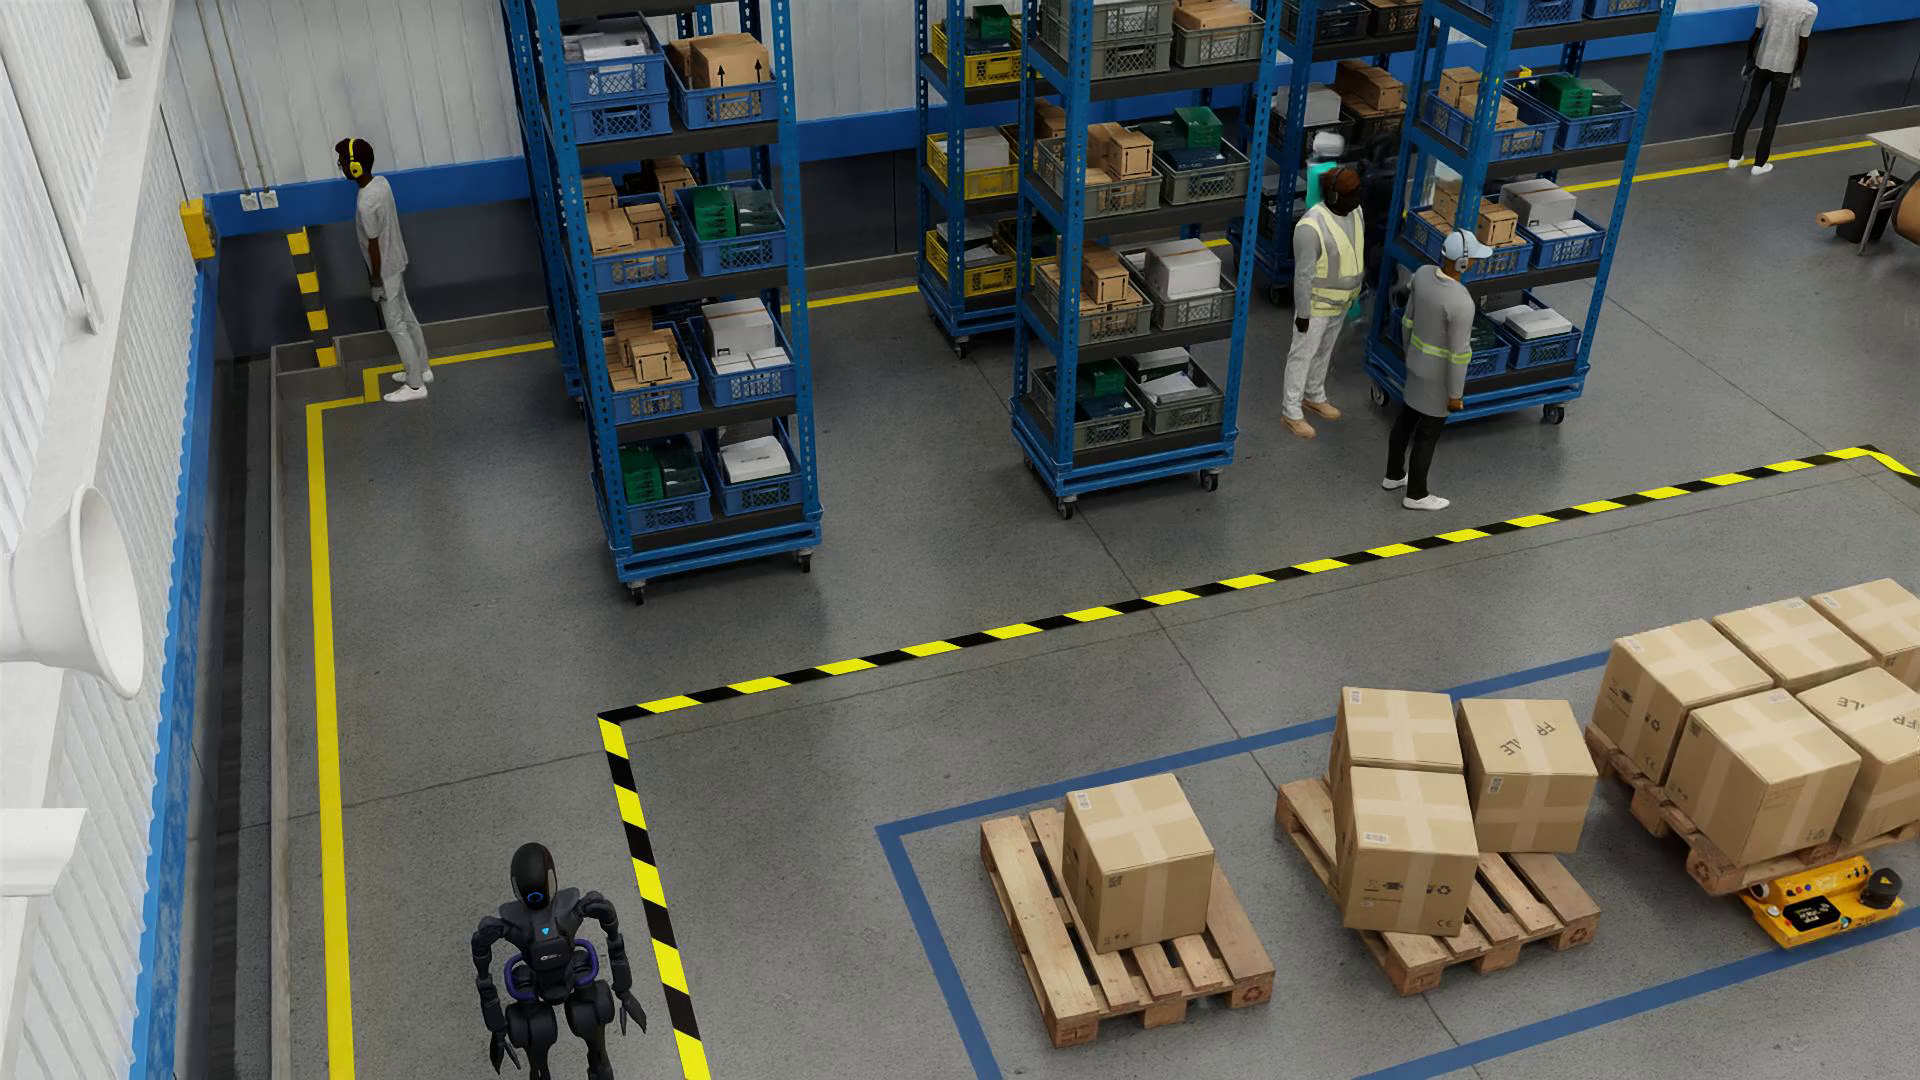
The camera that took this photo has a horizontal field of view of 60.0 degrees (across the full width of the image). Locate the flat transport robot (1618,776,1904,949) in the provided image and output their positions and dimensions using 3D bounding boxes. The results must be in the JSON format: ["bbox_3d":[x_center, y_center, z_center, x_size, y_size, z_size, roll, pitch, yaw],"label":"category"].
[{"bbox_3d":[3.825,1.336,8.137,0.652,0.197,1.431,-11,37,-15],"label":"flat transport robot"}]

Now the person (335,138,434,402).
[{"bbox_3d":[-3.893,-1.822,11.261,0.312,1.864,0.507,-3,35,-4],"label":"person"}]

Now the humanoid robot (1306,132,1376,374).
[{"bbox_3d":[2.658,-1.918,11.553,0.662,1.854,0.547,0,35,0],"label":"humanoid robot"}]

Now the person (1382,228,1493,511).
[{"bbox_3d":[2.919,-1.042,10.158,0.392,1.850,0.596,-11,37,-15],"label":"person"}]

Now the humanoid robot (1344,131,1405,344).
[{"bbox_3d":[3.003,-2.183,11.977,0.737,1.621,0.610,-15,38,-20],"label":"humanoid robot"}]

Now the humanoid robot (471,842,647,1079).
[{"bbox_3d":[-1.511,1.766,6.317,0.599,1.657,0.315,-12,37,-17],"label":"humanoid robot"}]

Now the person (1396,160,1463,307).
[{"bbox_3d":[3.595,-2.381,12.077,0.565,1.823,0.579,-14,38,-19],"label":"person"}]

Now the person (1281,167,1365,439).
[{"bbox_3d":[2.403,-1.570,10.916,0.430,1.845,0.620,29,44,34],"label":"person"}]

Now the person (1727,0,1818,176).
[{"bbox_3d":[7.104,-4.114,14.513,0.335,1.857,0.513,-29,44,-34],"label":"person"}]

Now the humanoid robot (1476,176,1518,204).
[{"bbox_3d":[3.717,-2.103,11.814,0.481,1.649,0.606,5,36,8],"label":"humanoid robot"}]
